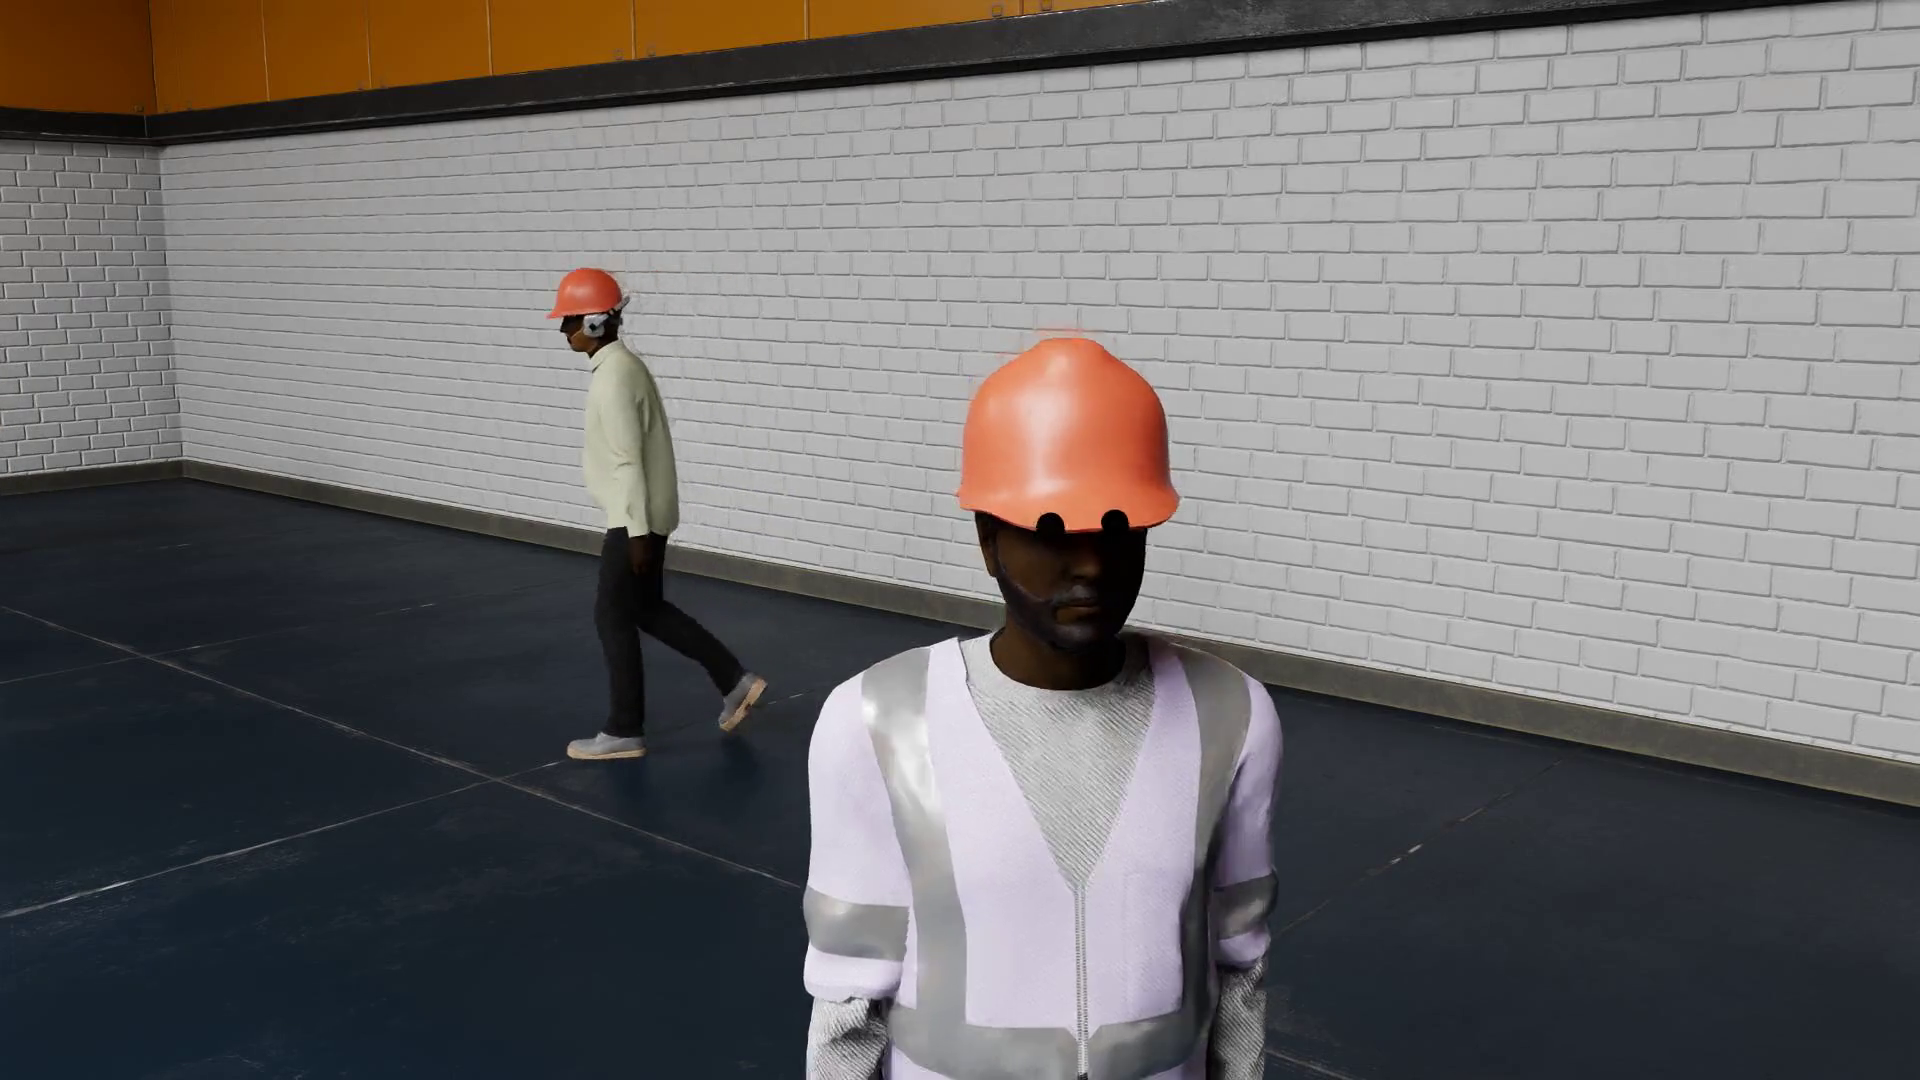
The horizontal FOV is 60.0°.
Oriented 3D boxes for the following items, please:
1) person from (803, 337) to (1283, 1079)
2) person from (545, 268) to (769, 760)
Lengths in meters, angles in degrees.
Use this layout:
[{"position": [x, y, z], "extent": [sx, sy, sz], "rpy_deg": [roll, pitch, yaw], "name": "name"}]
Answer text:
[{"position": [0.107, 0.755, 1.879], "extent": [0.554, 1.936, 0.515], "rpy_deg": [-2, 10, -10], "name": "person"}, {"position": [-1.204, -0.097, 6.607], "extent": [0.794, 1.959, 0.635], "rpy_deg": [-1, 10, -6], "name": "person"}]
